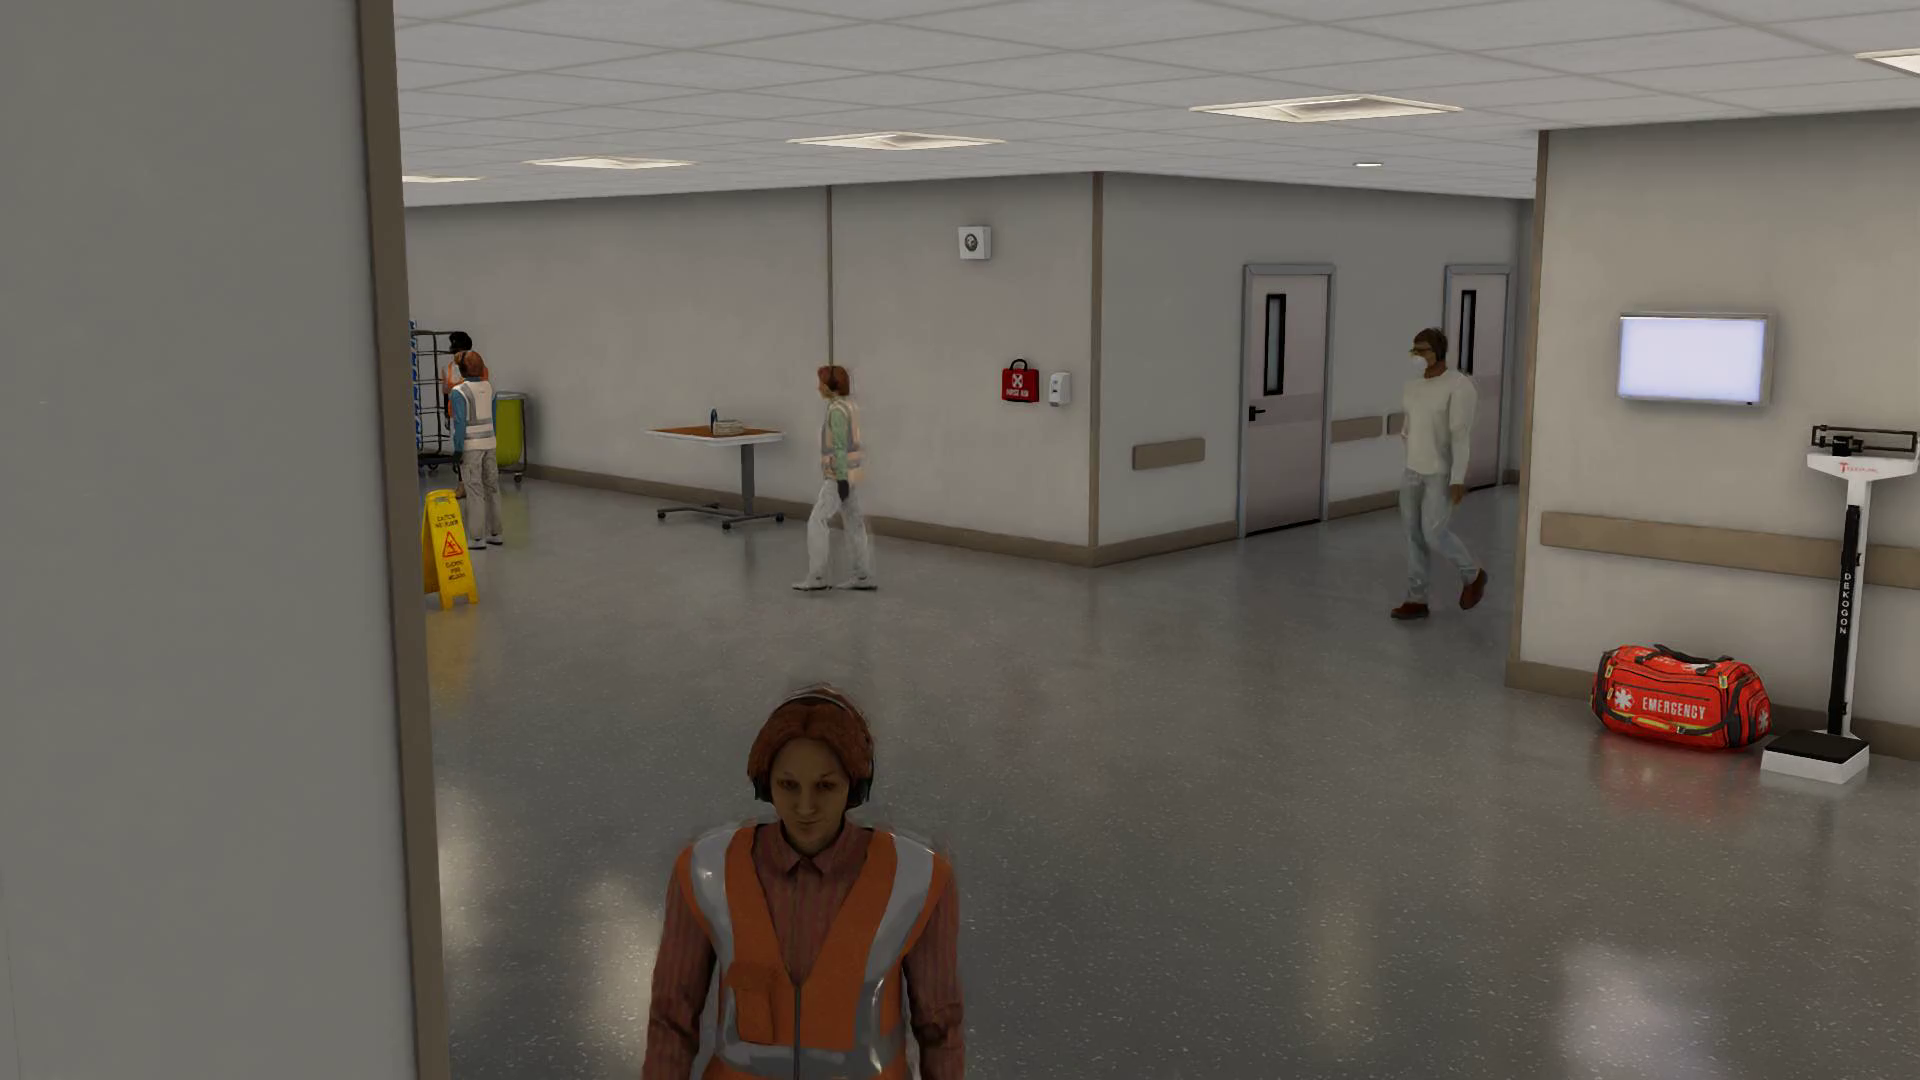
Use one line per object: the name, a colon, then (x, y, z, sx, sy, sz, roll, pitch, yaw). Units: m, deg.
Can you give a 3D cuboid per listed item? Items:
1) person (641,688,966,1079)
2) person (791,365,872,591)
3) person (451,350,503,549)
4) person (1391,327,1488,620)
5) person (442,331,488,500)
person: (-0.266, 1.058, 2.769, 0.525, 1.599, 0.821, 1, 9, 6)
person: (-0.943, -0.430, 11.823, 0.680, 1.611, 0.550, 1, 9, 3)
person: (-3.985, -0.742, 13.686, 0.312, 1.639, 0.520, 4, 10, 22)
person: (3.138, -0.427, 10.883, 0.565, 1.924, 0.642, -5, 10, -26)
person: (-4.910, -1.230, 16.533, 0.530, 1.688, 0.323, 3, 10, 17)
